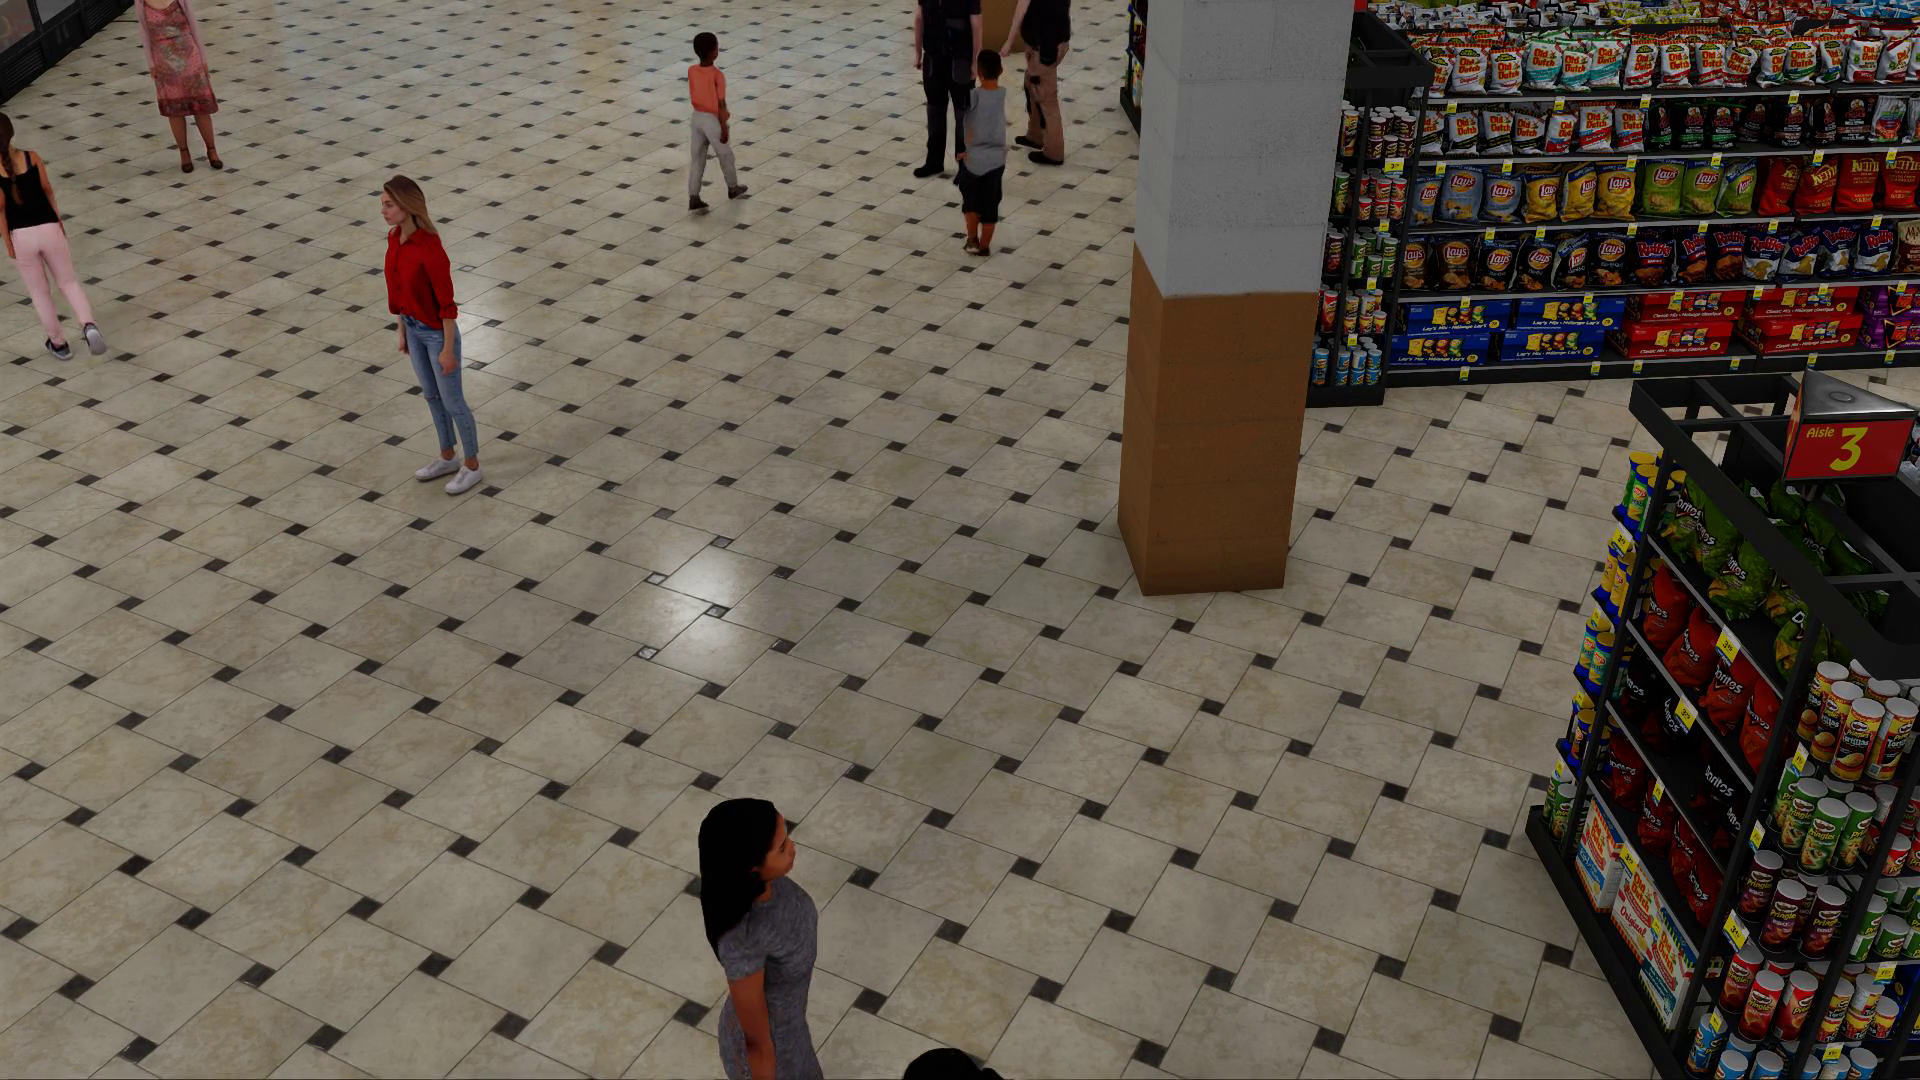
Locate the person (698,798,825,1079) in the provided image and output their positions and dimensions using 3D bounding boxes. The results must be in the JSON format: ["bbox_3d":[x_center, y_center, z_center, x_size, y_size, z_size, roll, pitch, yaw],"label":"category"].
[{"bbox_3d":[-0.607,1.411,4.541,0.936,1.762,0.578,-3,32,-4],"label":"person"}]

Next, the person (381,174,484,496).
[{"bbox_3d":[-2.719,-1.051,8.552,0.668,1.705,0.736,23,38,32],"label":"person"}]

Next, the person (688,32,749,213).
[{"bbox_3d":[-1.865,-3.006,12.090,0.893,1.286,0.837,14,35,22],"label":"person"}]

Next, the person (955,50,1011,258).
[{"bbox_3d":[0.196,-2.643,11.360,0.532,1.440,0.654,-8,33,-13],"label":"person"}]

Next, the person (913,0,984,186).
[{"bbox_3d":[-0.079,-3.635,12.571,0.759,1.845,0.869,17,36,26],"label":"person"}]

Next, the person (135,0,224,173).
[{"bbox_3d":[-6.051,-3.706,12.830,0.607,1.693,0.718,-14,34,-21],"label":"person"}]

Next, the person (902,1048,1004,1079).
[{"bbox_3d":[0.030,1.780,4.003,0.816,1.704,0.852,19,37,28],"label":"person"}]

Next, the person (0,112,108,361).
[{"bbox_3d":[-5.440,-1.769,9.851,0.831,1.551,0.849,-27,41,-36],"label":"person"}]

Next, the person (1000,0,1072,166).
[{"bbox_3d":[0.749,-3.815,12.894,0.991,1.810,0.930,18,36,26],"label":"person"}]
